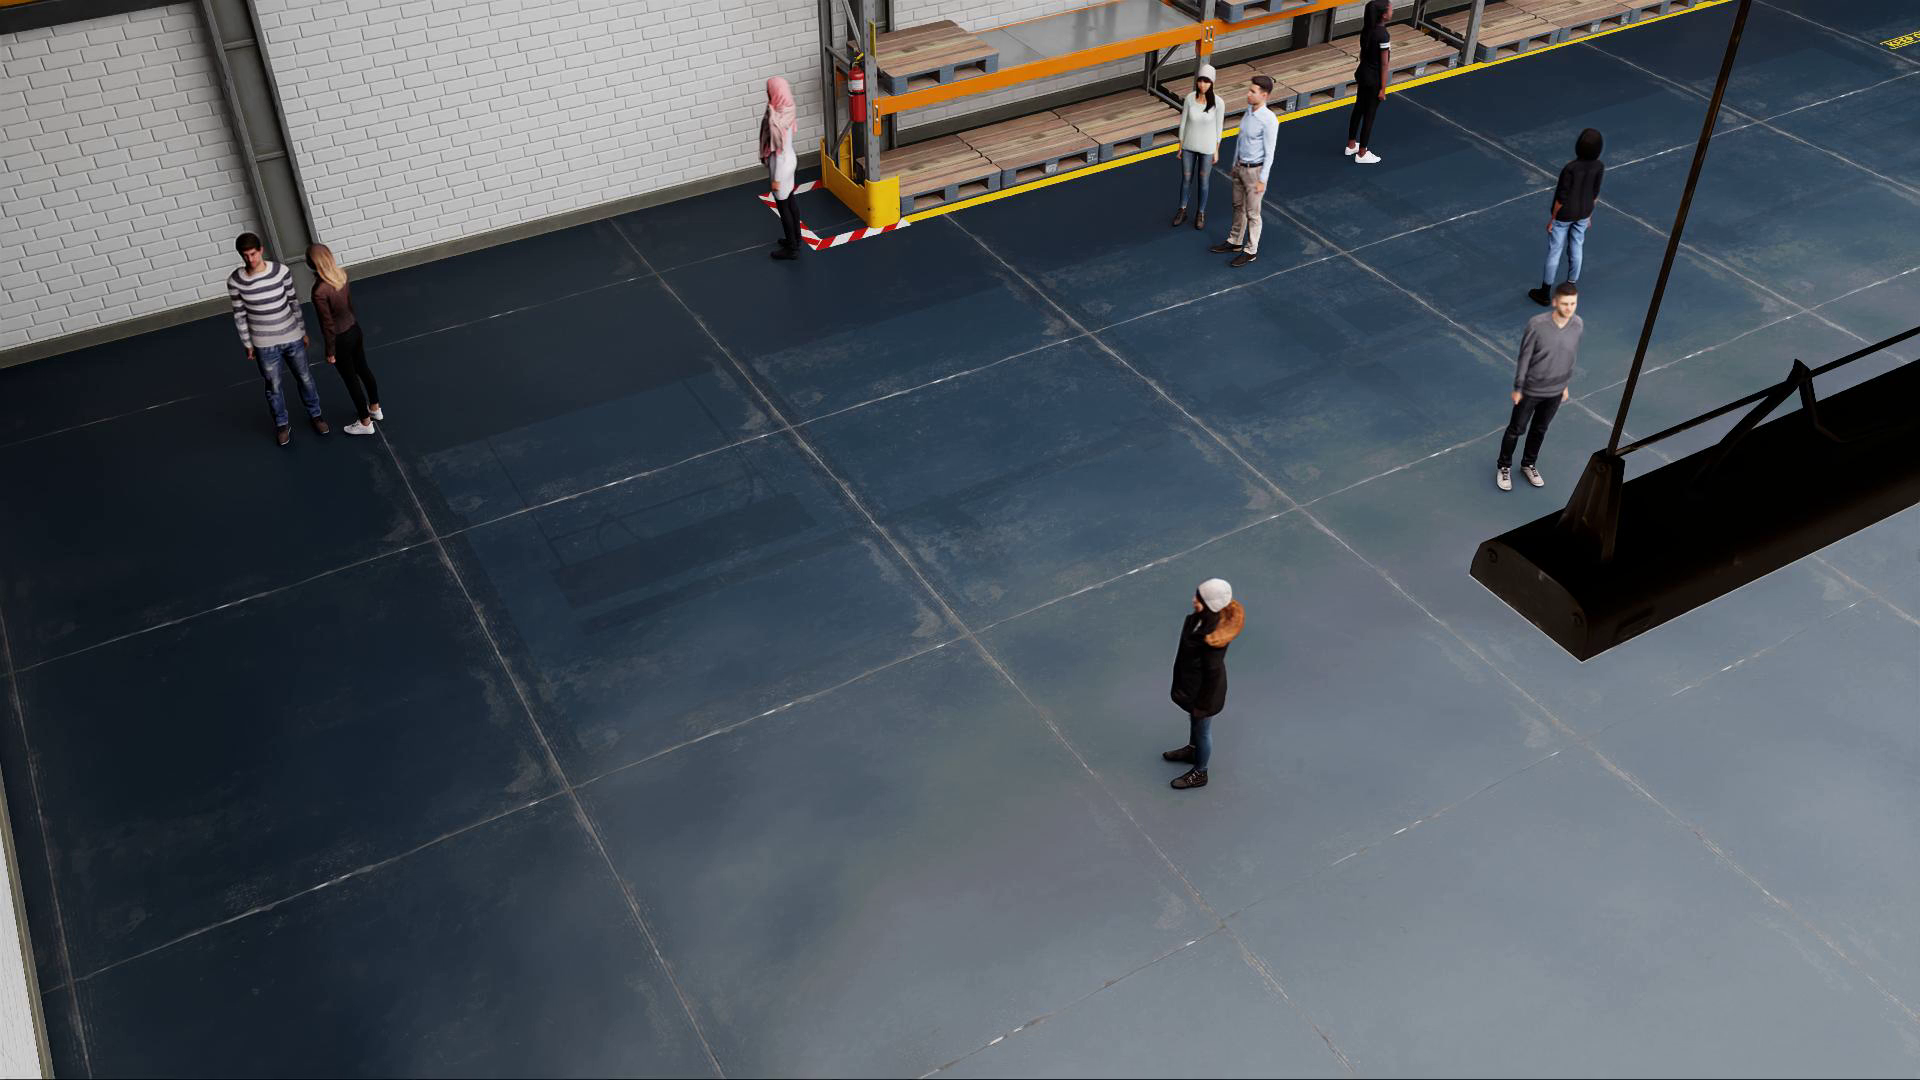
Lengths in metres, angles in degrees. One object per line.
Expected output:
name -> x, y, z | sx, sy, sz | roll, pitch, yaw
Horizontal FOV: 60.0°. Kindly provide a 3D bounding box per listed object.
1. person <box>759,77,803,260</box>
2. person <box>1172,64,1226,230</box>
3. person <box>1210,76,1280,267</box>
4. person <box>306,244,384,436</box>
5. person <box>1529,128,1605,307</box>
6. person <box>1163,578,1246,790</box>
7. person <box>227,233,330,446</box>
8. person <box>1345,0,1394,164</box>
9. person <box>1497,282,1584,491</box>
person -> -1.679, -3.514, 15.722 | 0.792, 1.804, 0.738 | 8, 39, 10
person -> 2.336, -3.849, 16.269 | 0.640, 1.645, 0.692 | 11, 40, 14
person -> 2.742, -3.491, 15.657 | 0.624, 1.848, 0.660 | -15, 41, -18
person -> -4.978, -1.631, 13.444 | 0.708, 1.704, 0.672 | 6, 39, 7
person -> 5.531, -2.923, 15.065 | 0.578, 1.701, 0.701 | -7, 39, -8
person -> 1.508, 0.881, 10.355 | 0.760, 1.633, 0.735 | -1, 39, -1
person -> -5.482, -1.638, 13.334 | 0.467, 1.852, 0.718 | -17, 42, -20
person -> 4.307, -4.819, 17.416 | 0.627, 1.729, 0.657 | -12, 40, -14
person -> 4.495, -1.198, 12.856 | 0.610, 1.760, 0.752 | -5, 39, -6
